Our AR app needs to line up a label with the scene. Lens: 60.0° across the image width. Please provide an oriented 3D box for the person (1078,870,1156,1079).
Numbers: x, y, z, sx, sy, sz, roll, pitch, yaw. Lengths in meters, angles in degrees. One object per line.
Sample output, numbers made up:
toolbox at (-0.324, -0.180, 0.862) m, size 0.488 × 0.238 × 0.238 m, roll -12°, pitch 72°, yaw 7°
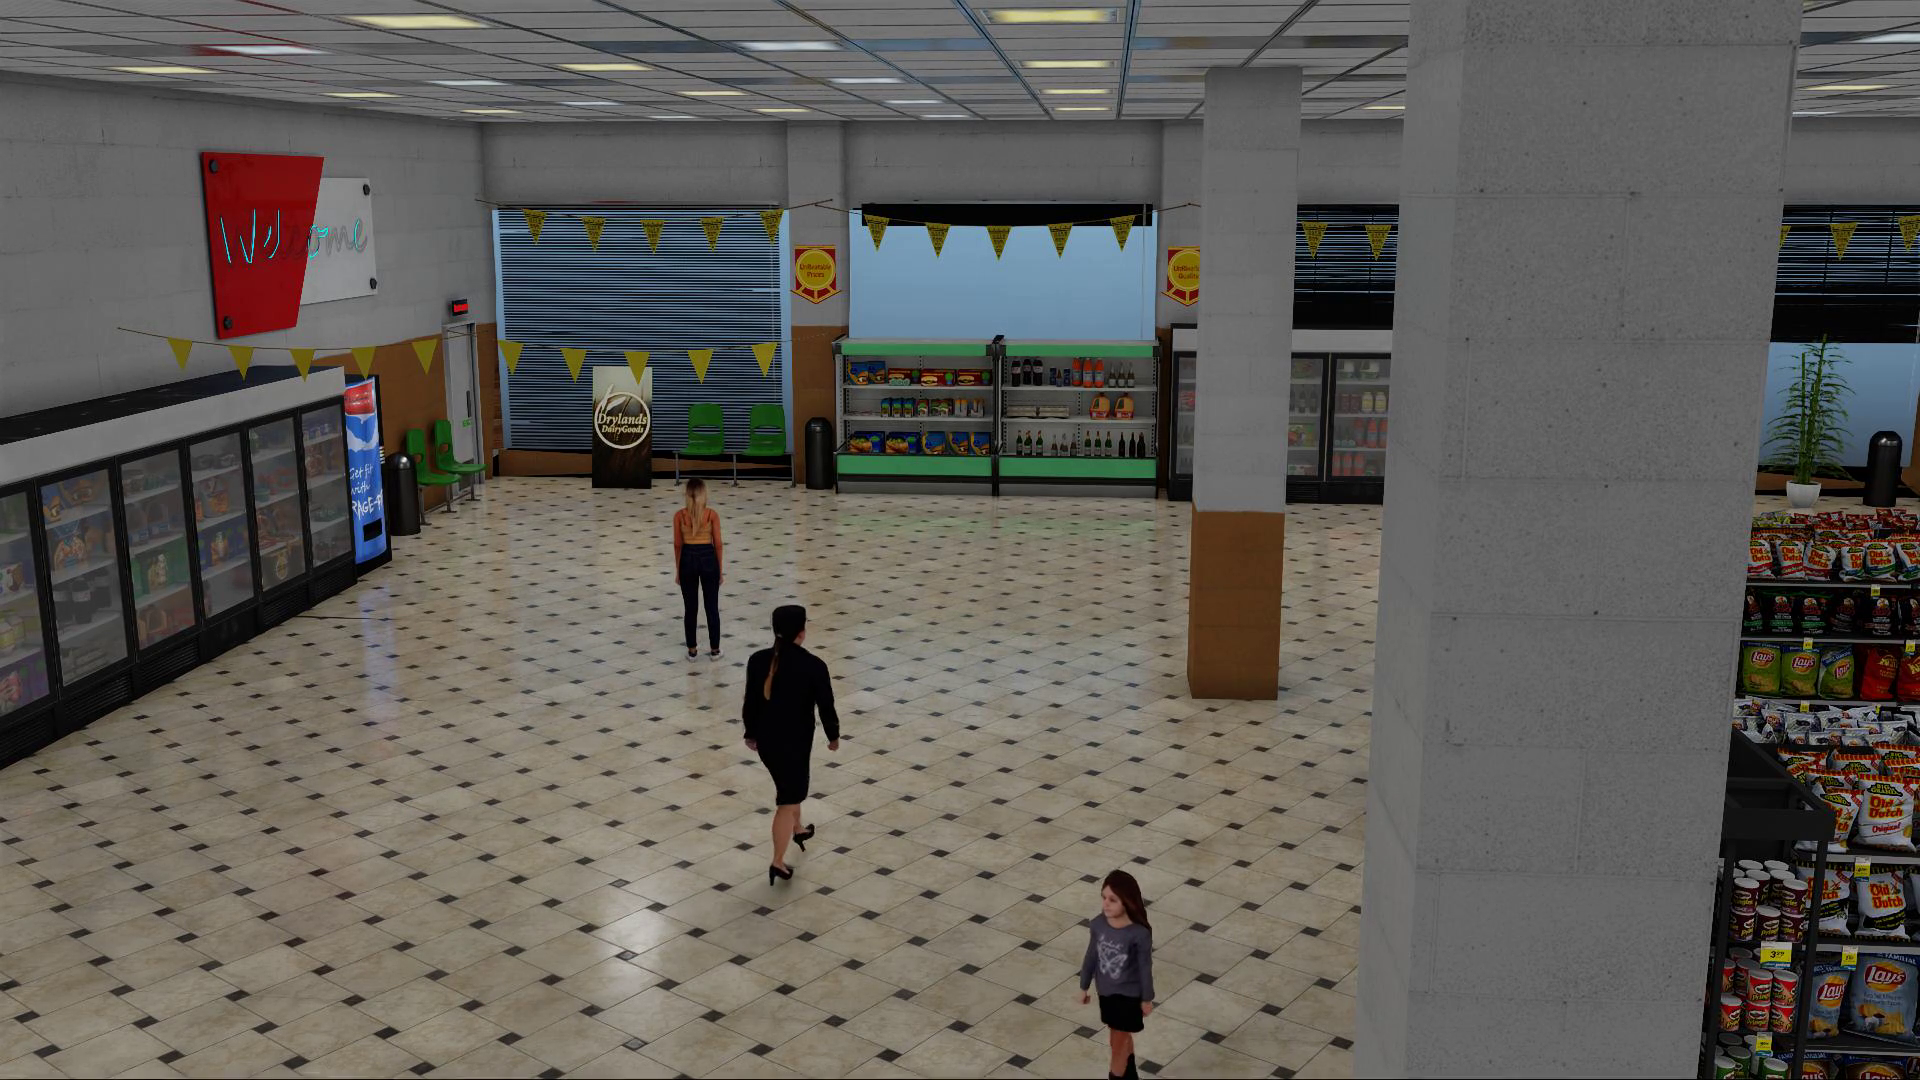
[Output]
person at (0.766, 2.013, 7.576) m, size 0.679 × 1.091 × 0.723 m, roll 11°, pitch 16°, yaw 41°

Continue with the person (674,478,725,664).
person at (-2.294, 0.258, 14.607) m, size 0.500 × 1.627 × 0.666 m, roll -1°, pitch 12°, yaw -6°

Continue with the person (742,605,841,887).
person at (-1.069, 1.249, 9.866) m, size 1.006 × 1.641 × 0.947 m, roll 5°, pitch 13°, yaw 21°
